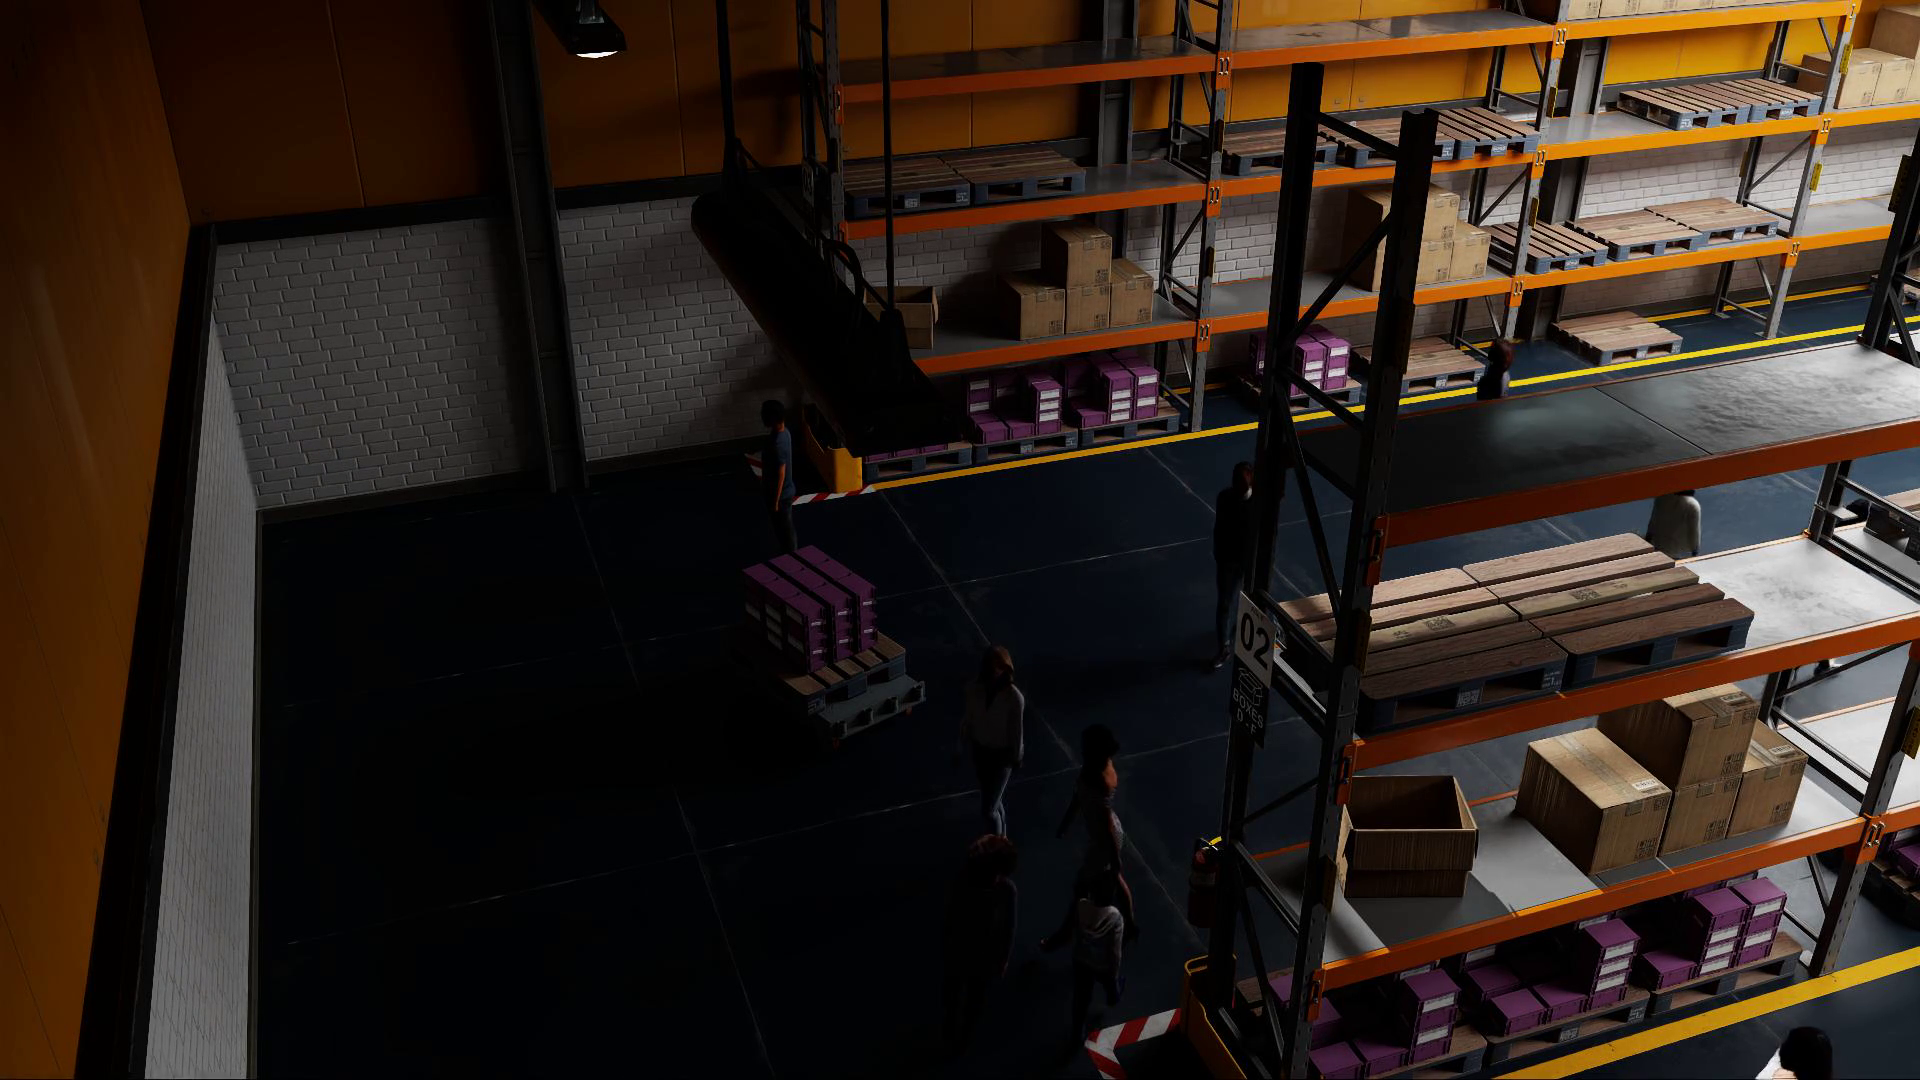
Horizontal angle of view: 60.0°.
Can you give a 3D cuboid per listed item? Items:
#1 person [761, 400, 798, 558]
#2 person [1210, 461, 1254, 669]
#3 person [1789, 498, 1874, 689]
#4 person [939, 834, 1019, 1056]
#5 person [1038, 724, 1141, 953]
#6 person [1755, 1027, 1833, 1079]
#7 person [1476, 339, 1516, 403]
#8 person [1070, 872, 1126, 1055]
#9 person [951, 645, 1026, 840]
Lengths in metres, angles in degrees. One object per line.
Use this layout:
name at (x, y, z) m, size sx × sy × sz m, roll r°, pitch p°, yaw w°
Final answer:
person at (-1.625, -0.439, 15.066) m, size 0.649 × 1.804 × 0.711 m, roll -1°, pitch 29°, yaw -2°
person at (2.399, 0.139, 14.014) m, size 1.140 × 1.797 × 1.181 m, roll 11°, pitch 31°, yaw 20°
person at (7.091, 0.456, 13.526) m, size 1.044 × 1.708 × 0.640 m, roll -12°, pitch 31°, yaw -20°
person at (0.130, 2.396, 9.986) m, size 0.730 × 1.693 × 0.816 m, roll 11°, pitch 30°, yaw 19°
person at (1.007, 1.937, 10.722) m, size 0.986 × 1.794 × 0.773 m, roll -2°, pitch 29°, yaw -3°
person at (4.341, 3.166, 8.609) m, size 1.116 × 1.659 × 0.955 m, roll 4°, pitch 29°, yaw 8°
person at (5.276, -1.150, 16.415) m, size 0.750 × 1.760 × 0.716 m, roll -1°, pitch 29°, yaw -1°
person at (0.796, 2.590, 10.116) m, size 0.845 × 1.225 × 0.881 m, roll 11°, pitch 30°, yaw 19°
person at (0.263, 1.470, 11.586) m, size 0.753 × 1.785 × 0.810 m, roll 20°, pitch 34°, yaw 32°
